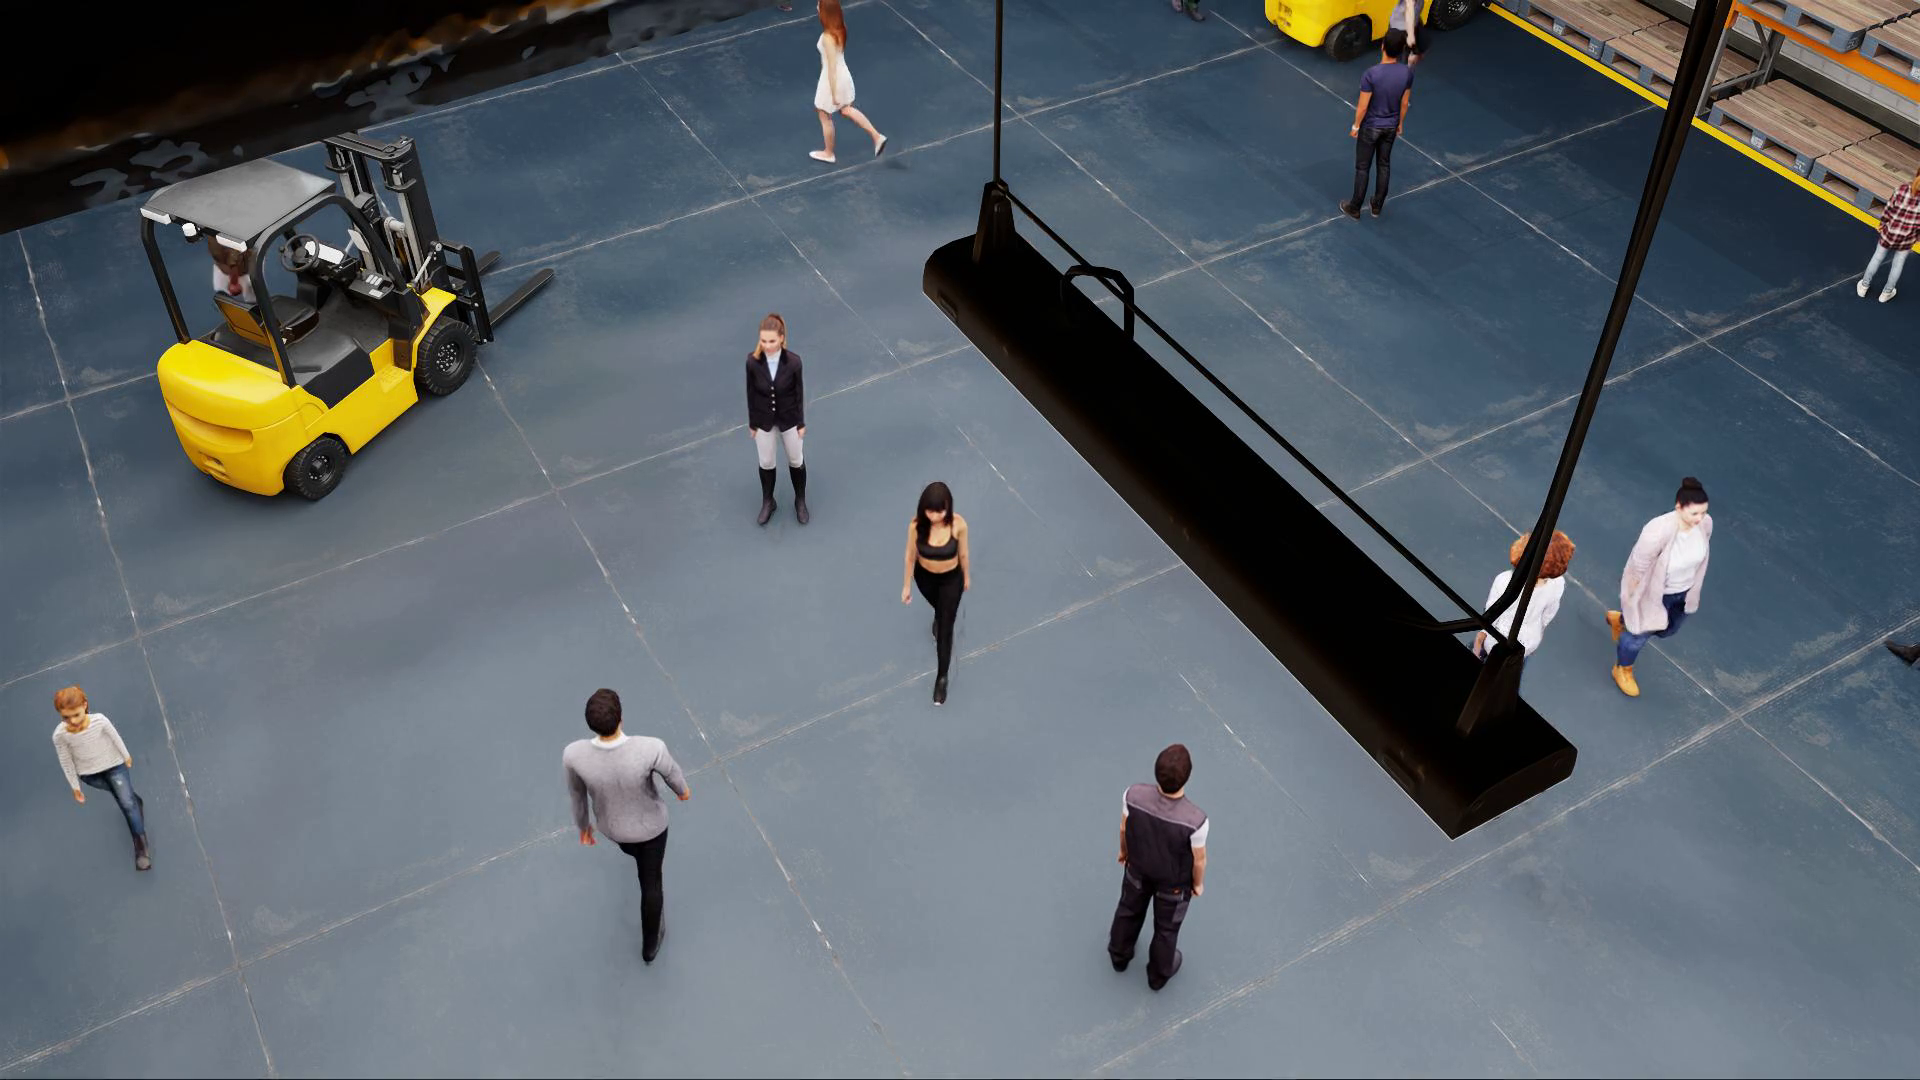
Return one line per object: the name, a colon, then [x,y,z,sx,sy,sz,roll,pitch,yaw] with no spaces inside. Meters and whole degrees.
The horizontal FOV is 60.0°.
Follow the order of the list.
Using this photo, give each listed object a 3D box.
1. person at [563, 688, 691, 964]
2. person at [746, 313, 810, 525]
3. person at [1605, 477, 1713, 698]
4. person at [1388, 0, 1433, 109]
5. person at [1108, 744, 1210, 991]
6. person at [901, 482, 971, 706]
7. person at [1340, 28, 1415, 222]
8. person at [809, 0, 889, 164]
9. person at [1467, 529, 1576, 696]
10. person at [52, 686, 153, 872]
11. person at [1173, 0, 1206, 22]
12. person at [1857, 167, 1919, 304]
person: [-1.803,1.598,9.100,1.148,1.871,1.325,2,44,2]
person: [-1.286,-0.833,11.756,0.659,1.729,0.691,-1,44,-1]
person: [4.429,0.235,10.634,0.760,1.730,0.873,-14,45,-14]
person: [4.219,-5.031,16.070,0.868,1.856,0.825,18,47,18]
person: [1.071,1.764,8.947,0.703,1.843,0.812,23,48,22]
person: [-0.134,0.188,10.777,1.001,1.601,1.160,4,44,5]
person: [3.697,-3.654,14.671,0.700,1.793,0.637,-9,44,-9]
person: [-1.056,-4.209,15.327,1.048,1.690,0.942,13,45,14]
person: [3.405,0.656,10.220,0.768,1.692,0.785,-2,44,-2]
person: [-5.077,1.301,9.835,0.576,1.288,0.921,-14,45,-14]
person: [2.471,-6.449,17.531,0.722,1.895,0.735,-17,46,-17]
person: [7.872,-2.592,13.909,0.560,1.305,0.664,25,49,24]
